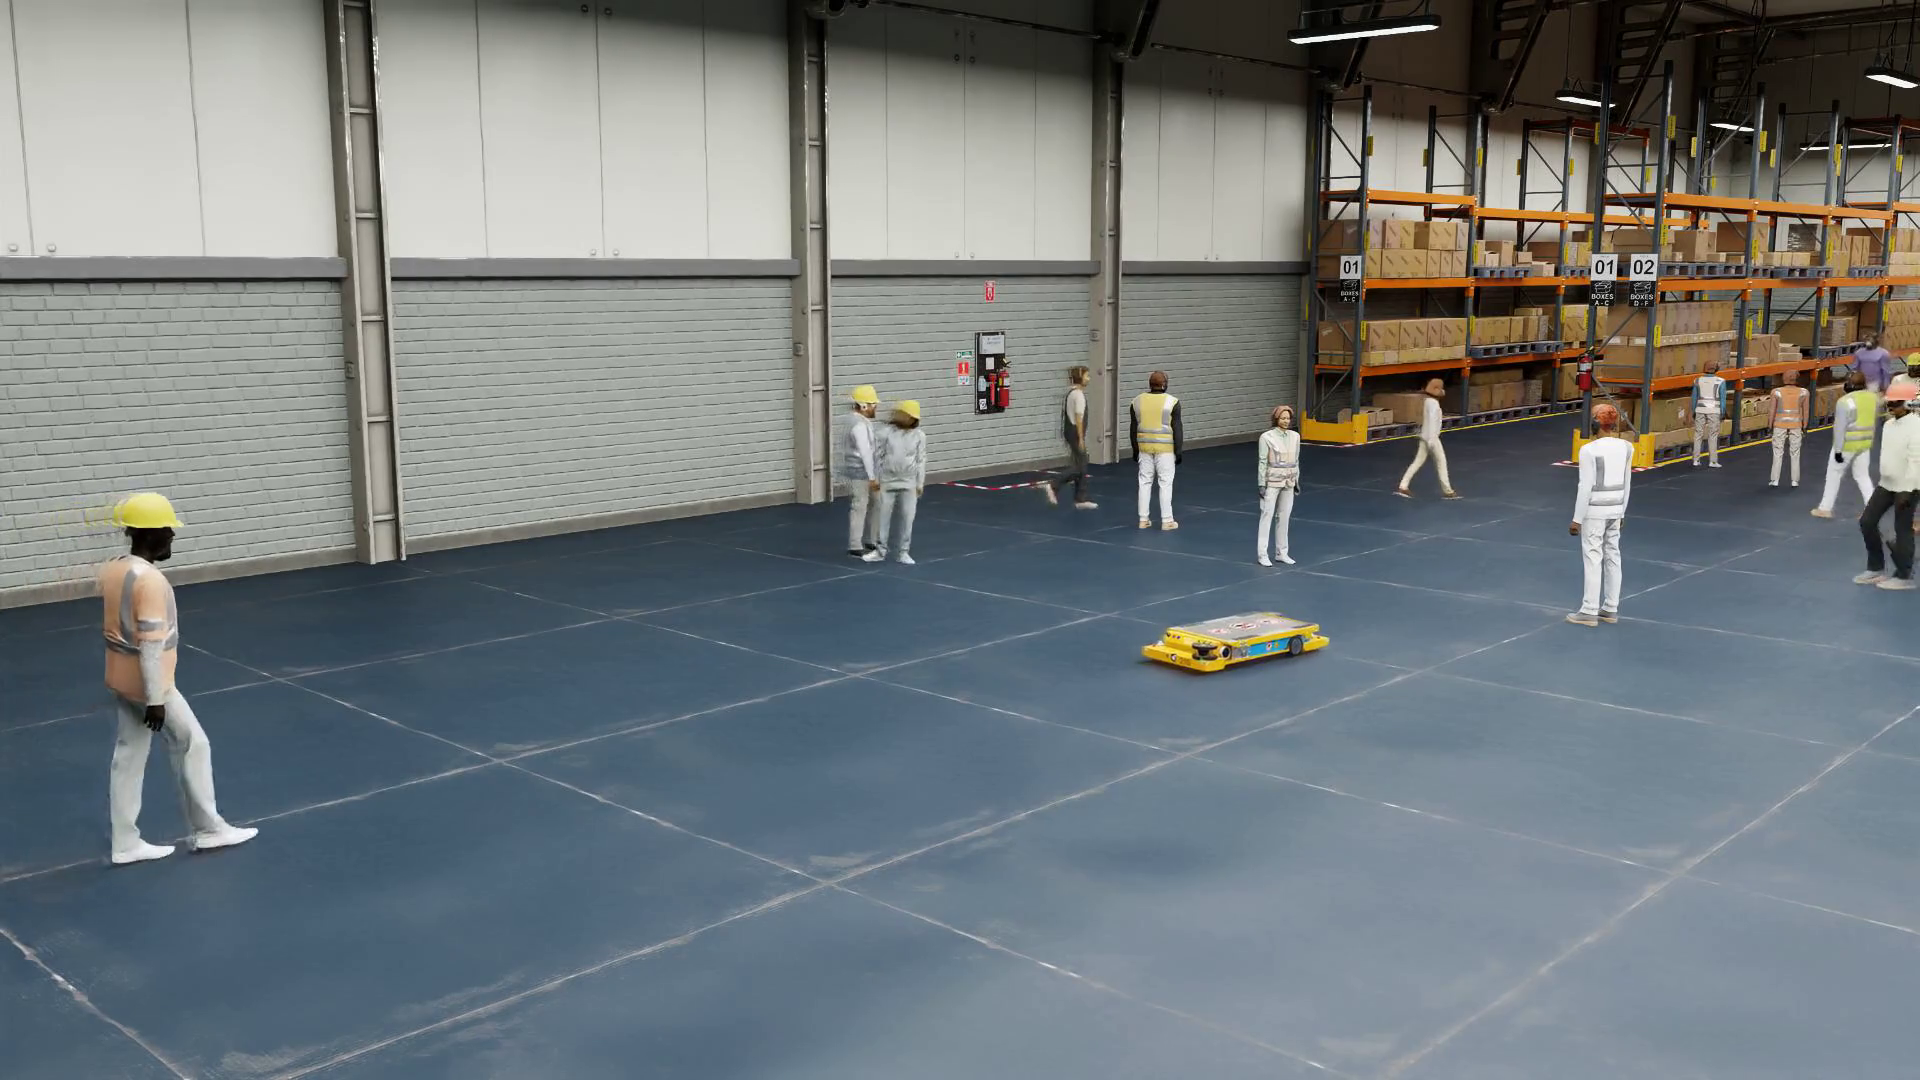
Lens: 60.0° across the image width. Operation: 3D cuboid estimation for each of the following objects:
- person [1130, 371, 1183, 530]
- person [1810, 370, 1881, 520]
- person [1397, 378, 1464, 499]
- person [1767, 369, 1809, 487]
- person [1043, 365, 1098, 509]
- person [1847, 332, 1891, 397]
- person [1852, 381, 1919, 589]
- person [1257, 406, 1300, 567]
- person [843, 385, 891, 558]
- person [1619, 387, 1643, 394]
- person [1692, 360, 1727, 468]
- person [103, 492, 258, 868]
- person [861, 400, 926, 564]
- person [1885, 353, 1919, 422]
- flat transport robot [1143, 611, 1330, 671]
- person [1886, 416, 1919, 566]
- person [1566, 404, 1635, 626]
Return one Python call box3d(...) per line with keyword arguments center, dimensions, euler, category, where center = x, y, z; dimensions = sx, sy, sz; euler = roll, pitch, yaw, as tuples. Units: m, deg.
box3d(center=(2.290, -1.036, 19.280), dimensions=(0.633, 1.840, 0.429), euler=(5, 11, 28), category="person")
box3d(center=(10.709, -1.133, 19.955), dimensions=(0.628, 1.815, 0.806), euler=(-2, 10, -14), category="person")
box3d(center=(6.168, -1.328, 21.818), dimensions=(0.846, 1.590, 0.513), euler=(0, 9, 3), category="person")
box3d(center=(11.425, -1.539, 22.966), dimensions=(0.520, 1.636, 0.312), euler=(3, 10, 18), category="person")
box3d(center=(1.403, -1.276, 20.781), dimensions=(0.614, 1.827, 0.532), euler=(0, 9, -2), category="person")
box3d(center=(16.240, -2.777, 29.773), dimensions=(0.996, 1.885, 0.647), euler=(-6, 11, -32), category="person")
box3d(center=(8.749, -0.502, 15.628), dimensions=(0.597, 1.975, 0.617), euler=(-1, 9, -7), category="person")
box3d(center=(3.247, -0.551, 16.936), dimensions=(0.522, 1.638, 0.310), euler=(-5, 11, -28), category="person")
box3d(center=(-0.919, -0.698, 17.302), dimensions=(0.581, 1.814, 0.603), euler=(0, 9, 0), category="person")
box3d(center=(11.996, -2.708, 29.688), dimensions=(0.306, 1.772, 0.525), euler=(-7, 12, -38), category="person")
box3d(center=(11.353, -1.912, 25.232), dimensions=(0.311, 1.638, 0.513), euler=(-8, 12, -41), category="person")
box3d(center=(-4.023, 0.698, 8.513), dimensions=(0.807, 1.896, 0.621), euler=(-9, 13, -43), category="person")
box3d(center=(-0.668, -0.586, 16.960), dimensions=(0.644, 1.698, 0.427), euler=(0, 9, 0), category="person")
box3d(center=(13.600, -1.772, 23.826), dimensions=(0.601, 1.816, 0.423), euler=(8, 12, 40), category="person")
box3d(center=(2.174, 0.776, 13.002), dimensions=(1.431, 0.197, 0.652), euler=(-7, 12, -38), category="flat transport robot")
box3d(center=(9.645, -0.632, 16.586), dimensions=(0.765, 1.918, 0.558), euler=(-2, 9, -10), category="person")
box3d(center=(5.431, -0.211, 14.120), dimensions=(0.573, 1.883, 0.354), euler=(-4, 10, -25), category="person")
